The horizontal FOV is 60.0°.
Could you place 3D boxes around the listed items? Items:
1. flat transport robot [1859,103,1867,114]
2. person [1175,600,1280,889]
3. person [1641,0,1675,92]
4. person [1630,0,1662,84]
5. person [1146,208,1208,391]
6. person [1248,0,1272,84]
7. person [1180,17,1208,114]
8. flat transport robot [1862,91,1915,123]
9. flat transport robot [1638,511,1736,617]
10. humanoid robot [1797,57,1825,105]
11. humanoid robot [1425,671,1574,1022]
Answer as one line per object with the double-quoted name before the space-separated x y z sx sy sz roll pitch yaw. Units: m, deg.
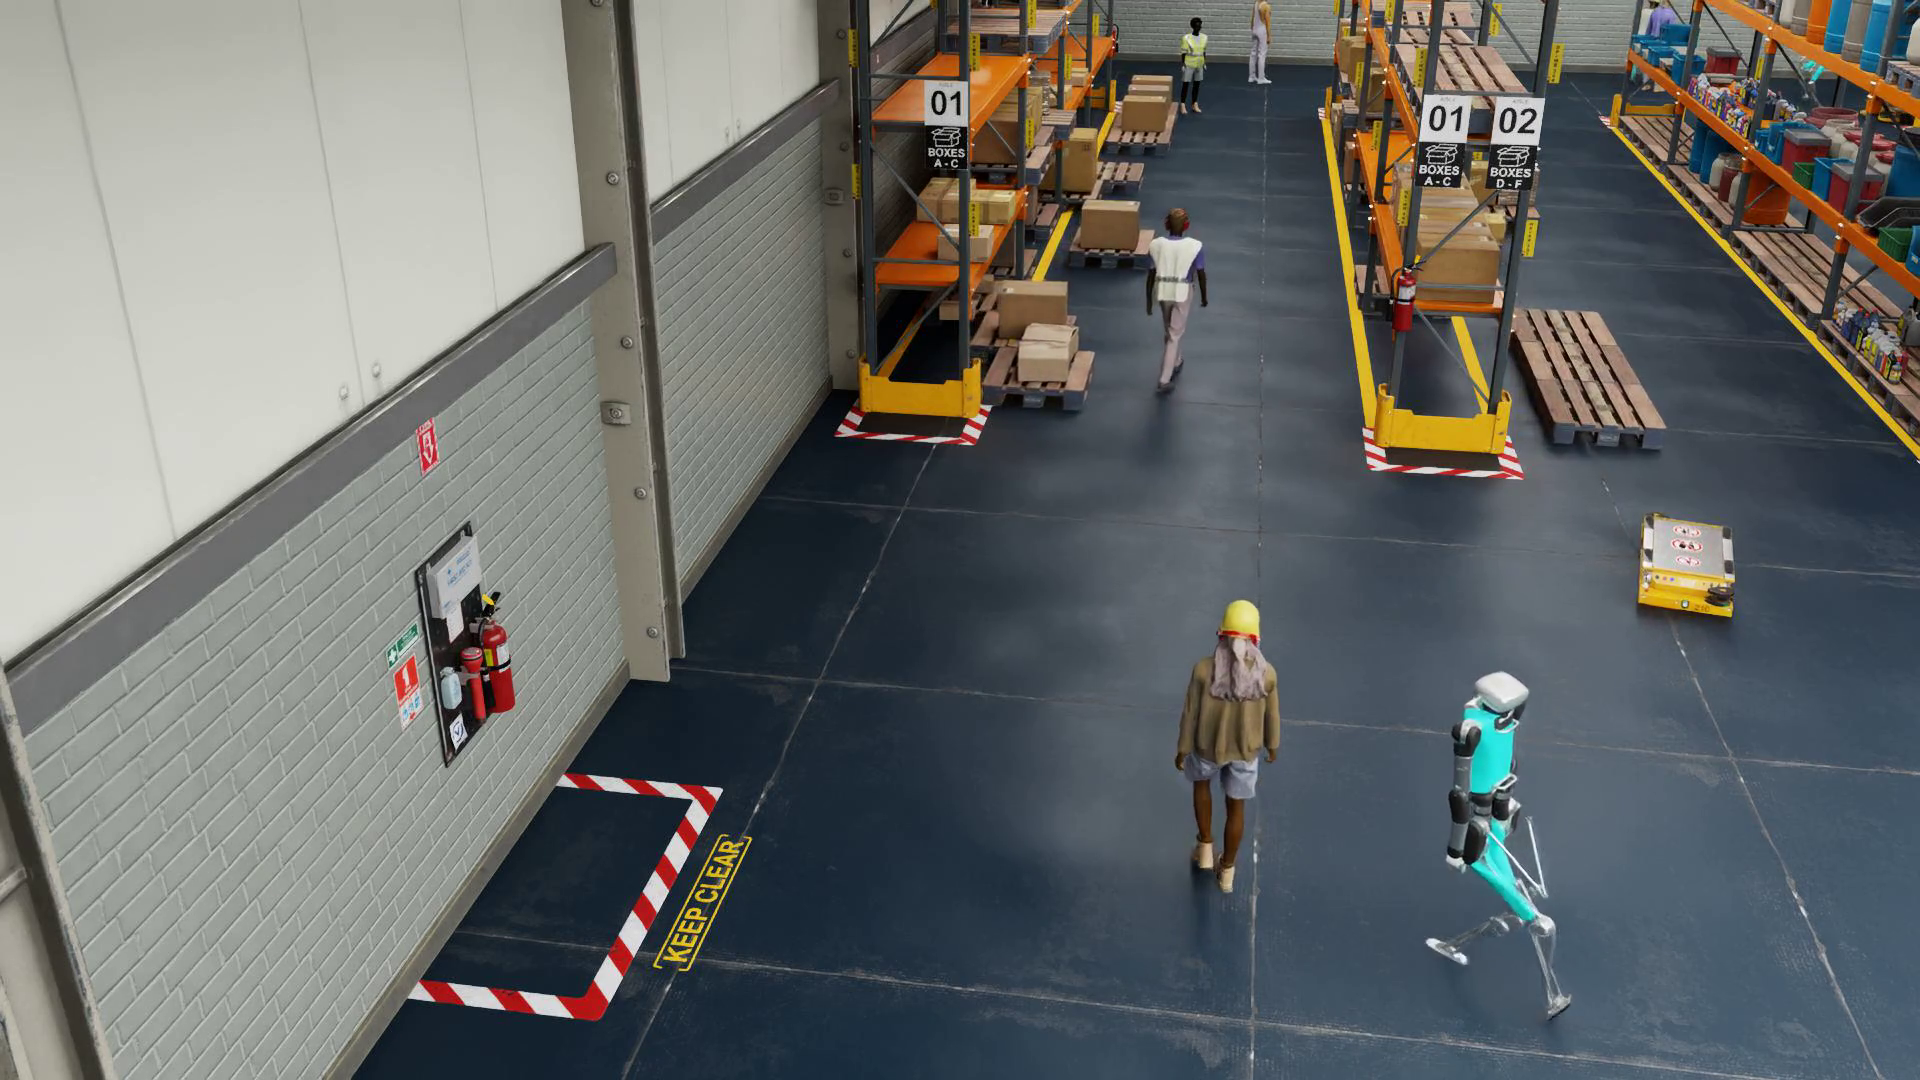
"flat transport robot" 16.985 -7.758 29.963 1.431 0.231 0.659 -11 27 -23
"person" 1.483 1.121 9.209 0.575 1.743 0.520 2 25 4
"person" 13.442 -9.559 32.013 0.395 1.796 0.587 -19 31 -35
"person" 13.513 -9.852 32.706 0.602 1.738 0.536 -14 29 -28
"person" 2.159 -2.446 16.799 0.574 1.793 0.998 12 27 23
"person" 5.972 -9.985 32.849 0.385 1.861 0.519 -14 29 -27
"person" 4.207 -8.536 29.938 0.539 1.695 0.317 -11 27 -22
"flat transport robot" 16.956 -7.611 29.647 1.431 0.231 0.659 -2 25 -5
"flat transport robot" 5.664 0.175 12.983 0.659 0.231 1.431 9 27 19
"humanoid robot" 15.859 -8.940 30.746 0.753 1.769 0.530 -6 26 -12
"humanoid robot" 2.854 1.569 8.294 0.536 1.773 0.971 -22 33 -38
